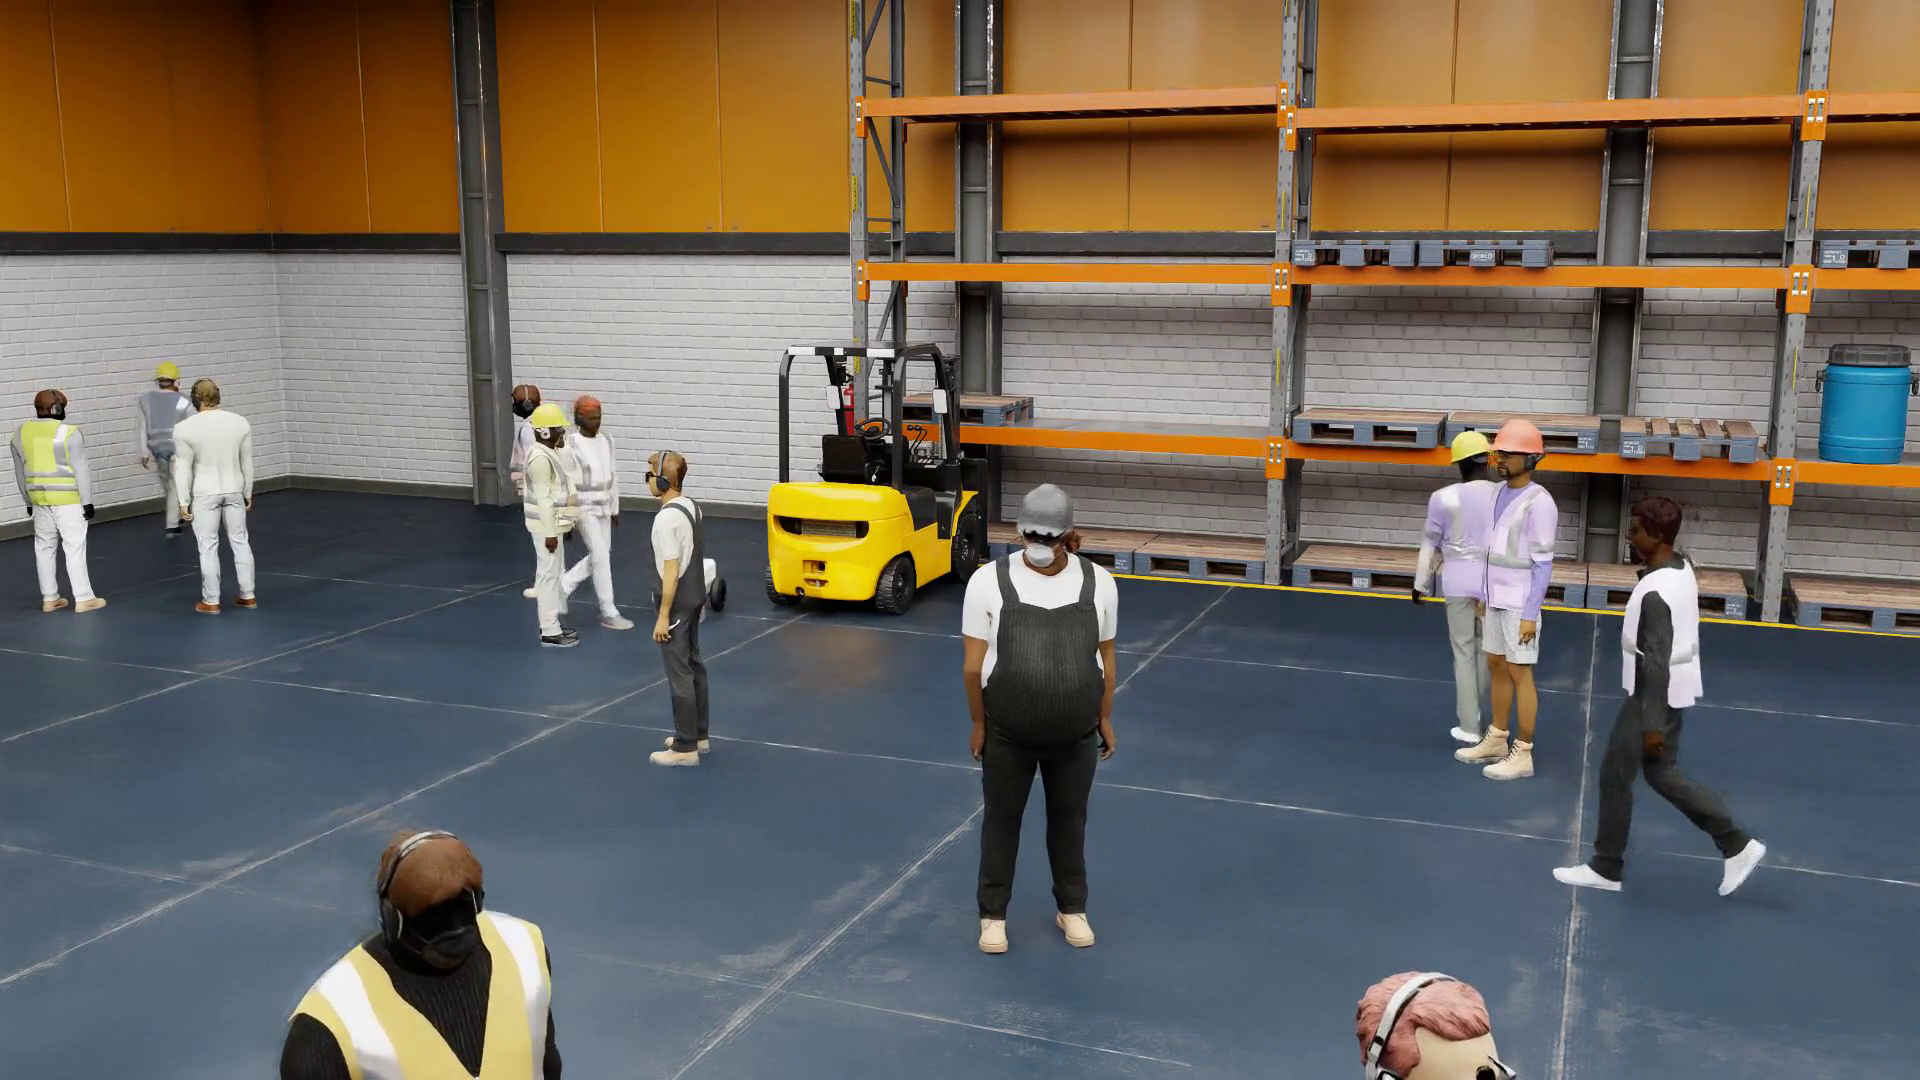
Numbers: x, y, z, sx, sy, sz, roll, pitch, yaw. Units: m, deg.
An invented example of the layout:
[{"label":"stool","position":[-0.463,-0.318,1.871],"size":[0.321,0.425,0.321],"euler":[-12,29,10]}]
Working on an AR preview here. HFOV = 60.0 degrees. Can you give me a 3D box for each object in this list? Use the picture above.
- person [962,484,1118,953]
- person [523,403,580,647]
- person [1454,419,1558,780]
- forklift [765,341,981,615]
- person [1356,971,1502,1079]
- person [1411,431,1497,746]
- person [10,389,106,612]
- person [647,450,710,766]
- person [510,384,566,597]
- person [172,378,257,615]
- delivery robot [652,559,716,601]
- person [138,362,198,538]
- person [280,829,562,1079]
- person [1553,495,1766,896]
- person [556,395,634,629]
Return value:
[{"label":"person","position":[0.360,0.757,7.101],"size":[0.674,2.000,0.537],"euler":[-1,10,-8]},{"label":"person","position":[-3.077,-0.116,12.544],"size":[0.403,1.834,0.588],"euler":[-2,10,-14]},{"label":"person","position":[3.116,0.333,9.447],"size":[0.368,2.048,0.607],"euler":[-2,10,-11]},{"label":"forklift","position":[-0.739,-0.602,14.246],"size":[1.214,2.155,2.313],"euler":[4,11,21]},{"label":"person","position":[0.724,1.610,2.723],"size":[0.643,1.910,0.400],"euler":[-8,13,-37]},{"label":"person","position":[3.114,0.273,10.248],"size":[0.590,1.879,0.820],"euler":[-1,10,-6]},{"label":"person","position":[-7.396,-0.317,13.660],"size":[0.620,1.838,0.430],"euler":[1,10,6]},{"label":"person","position":[-1.648,0.394,9.670],"size":[0.327,1.843,0.516],"euler":[2,10,10]},{"label":"person","position":[-3.649,-0.428,14.330],"size":[0.432,1.832,0.637],"euler":[0,10,-1]},{"label":"person","position":[-6.095,-0.356,13.631],"size":[0.374,1.933,0.632],"euler":[10,14,43]},{"label":"delivery robot","position":[-2.231,0.311,13.466],"size":[0.477,0.478,0.707],"euler":[2,10,10]},{"label":"person","position":[-8.174,-0.956,17.356],"size":[0.611,1.778,0.947],"euler":[0,10,-3]},{"label":"person","position":[-1.081,1.504,3.591],"size":[0.649,1.820,0.705],"euler":[-10,14,-43]},{"label":"person","position":[3.257,0.731,7.643],"size":[0.833,1.894,0.592],"euler":[7,12,33]},{"label":"person","position":[-2.962,-0.227,13.104],"size":[0.774,1.861,0.598],"euler":[5,12,28]}]
